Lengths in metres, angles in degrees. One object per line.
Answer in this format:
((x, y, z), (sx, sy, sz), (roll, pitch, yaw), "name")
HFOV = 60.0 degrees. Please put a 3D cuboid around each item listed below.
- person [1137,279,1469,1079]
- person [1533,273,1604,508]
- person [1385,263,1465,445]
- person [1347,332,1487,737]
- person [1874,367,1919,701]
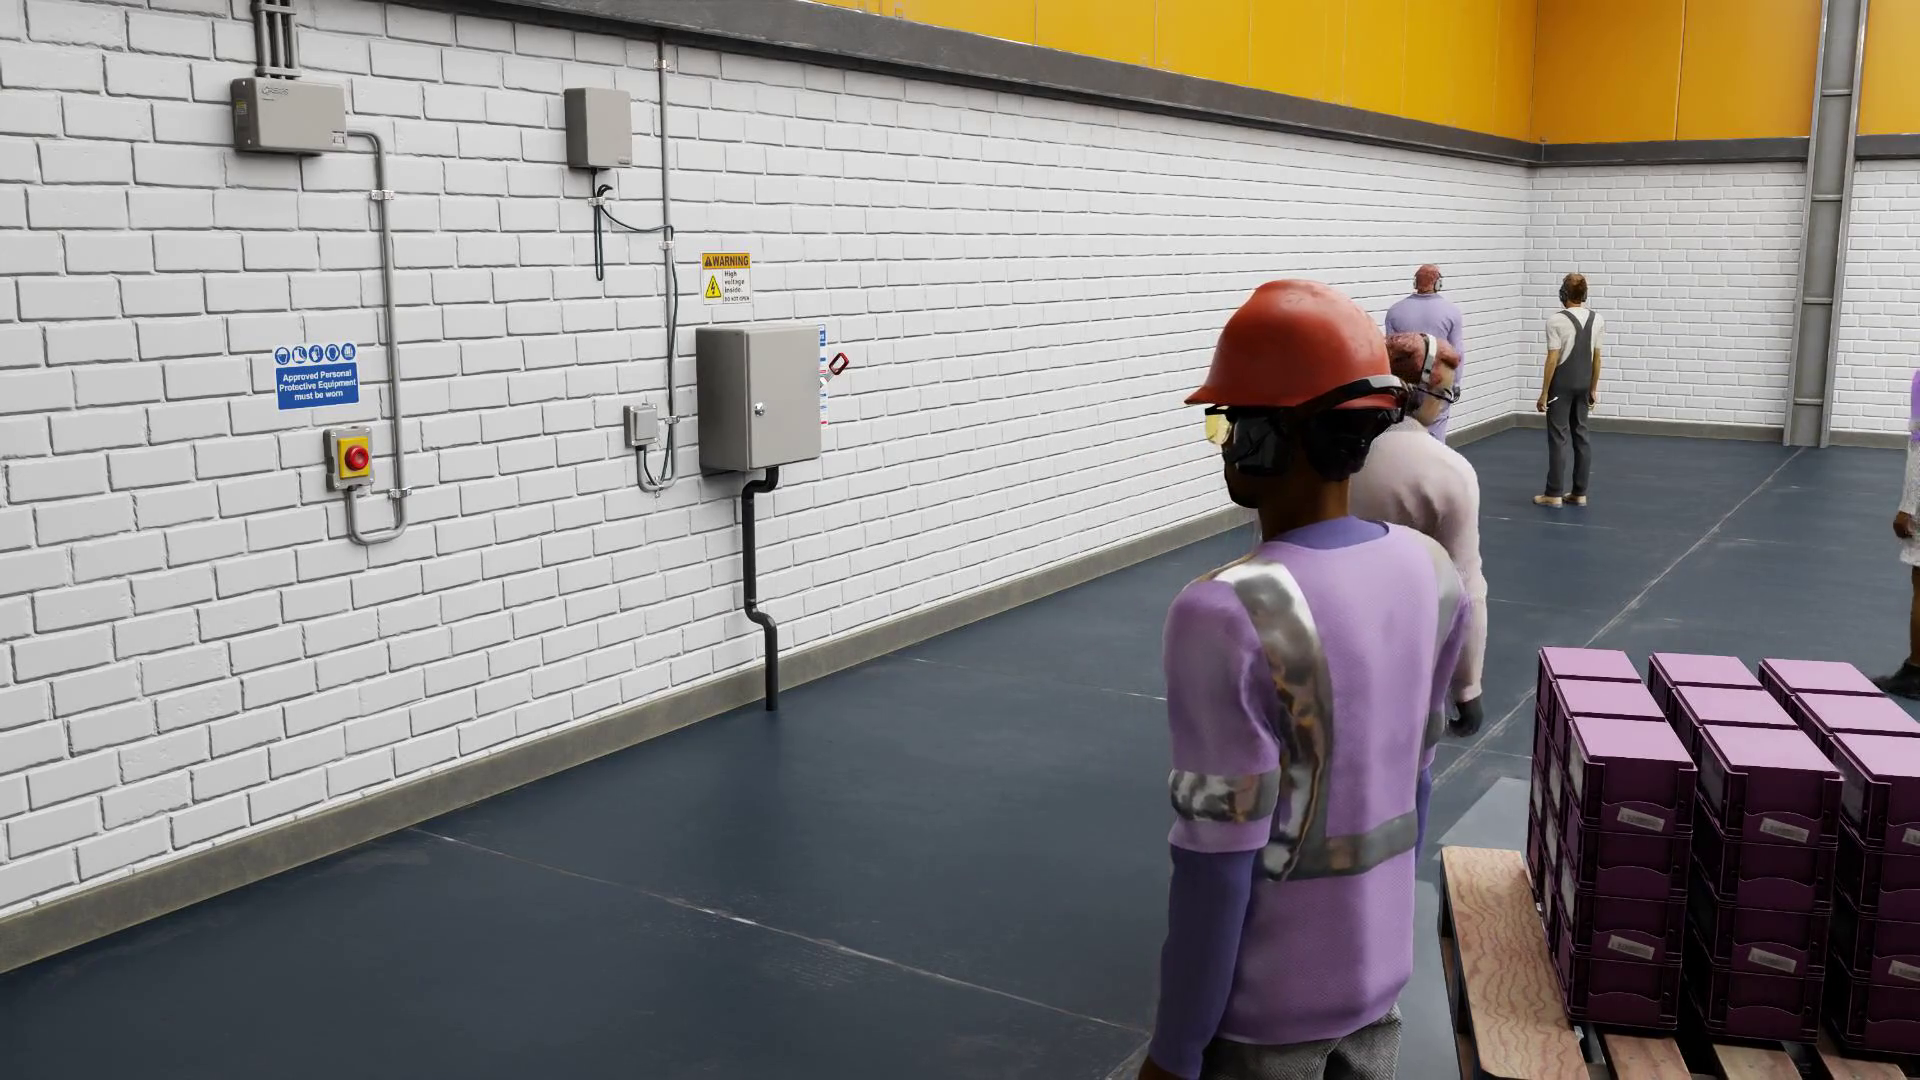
((0.479, 0.641, 2.511), (0.378, 2.044, 0.607), (10, 14, 44), "person")
((4.794, -1.174, 13.111), (0.521, 1.844, 0.331), (-3, 11, -17), "person")
((3.836, -1.320, 13.754), (0.641, 1.908, 0.407), (5, 11, 26), "person")
((1.127, 0.343, 4.715), (0.805, 1.861, 0.719), (-9, 14, -41), "person")
((4.509, -0.215, 7.552), (0.547, 1.937, 0.362), (-1, 10, -6), "person")
